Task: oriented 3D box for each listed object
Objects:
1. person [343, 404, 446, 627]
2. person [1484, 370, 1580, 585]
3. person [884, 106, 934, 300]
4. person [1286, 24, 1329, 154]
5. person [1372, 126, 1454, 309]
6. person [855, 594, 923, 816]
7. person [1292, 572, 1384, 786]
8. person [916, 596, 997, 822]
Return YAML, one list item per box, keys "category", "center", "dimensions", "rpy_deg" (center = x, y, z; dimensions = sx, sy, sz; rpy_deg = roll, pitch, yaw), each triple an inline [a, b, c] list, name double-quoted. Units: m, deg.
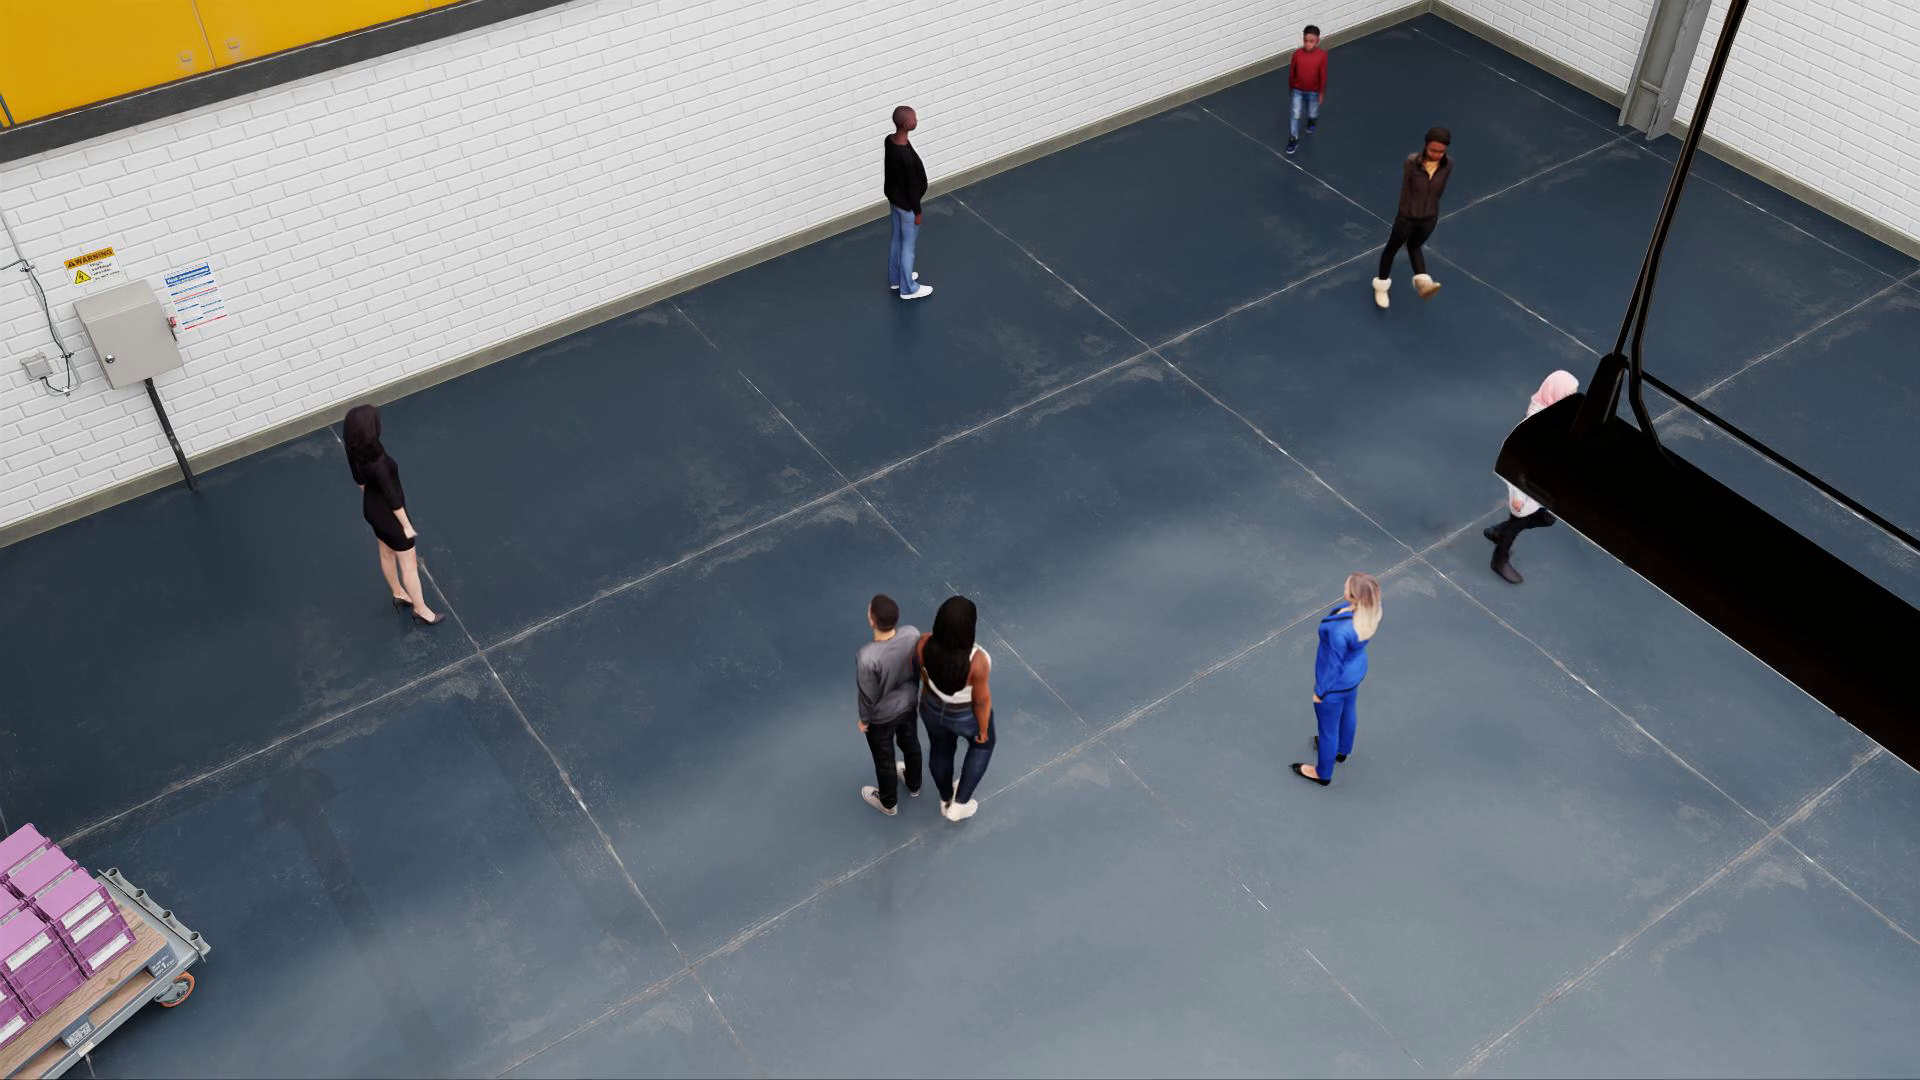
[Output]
- category: "person"
  center: [-3.795, -0.147, 11.025]
  dimensions: [0.491, 1.804, 0.688]
  rpy_deg: [33, 53, 30]
- category: "person"
  center: [3.823, -0.452, 11.352]
  dimensions: [0.621, 1.794, 0.676]
  rpy_deg: [-28, 50, -26]
- category: "person"
  center: [-0.471, -2.818, 13.868]
  dimensions: [0.669, 1.750, 0.493]
  rpy_deg: [-21, 48, -21]
- category: "person"
  center: [3.311, -4.334, 15.825]
  dimensions: [0.781, 1.245, 0.809]
  rpy_deg: [10, 45, 10]
- category: "person"
  center: [3.779, -2.600, 13.707]
  dimensions: [0.940, 1.654, 0.836]
  rpy_deg: [-22, 48, -22]
- category: "person"
  center: [-0.412, 0.982, 9.871]
  dimensions: [0.625, 1.760, 0.554]
  rpy_deg: [-30, 51, -27]
- category: "person"
  center: [2.321, 0.831, 10.073]
  dimensions: [0.633, 1.700, 0.680]
  rpy_deg: [30, 51, 27]
- category: "person"
  center: [-0.074, 1.068, 9.754]
  dimensions: [0.769, 1.797, 0.842]
  rpy_deg: [20, 47, 20]
